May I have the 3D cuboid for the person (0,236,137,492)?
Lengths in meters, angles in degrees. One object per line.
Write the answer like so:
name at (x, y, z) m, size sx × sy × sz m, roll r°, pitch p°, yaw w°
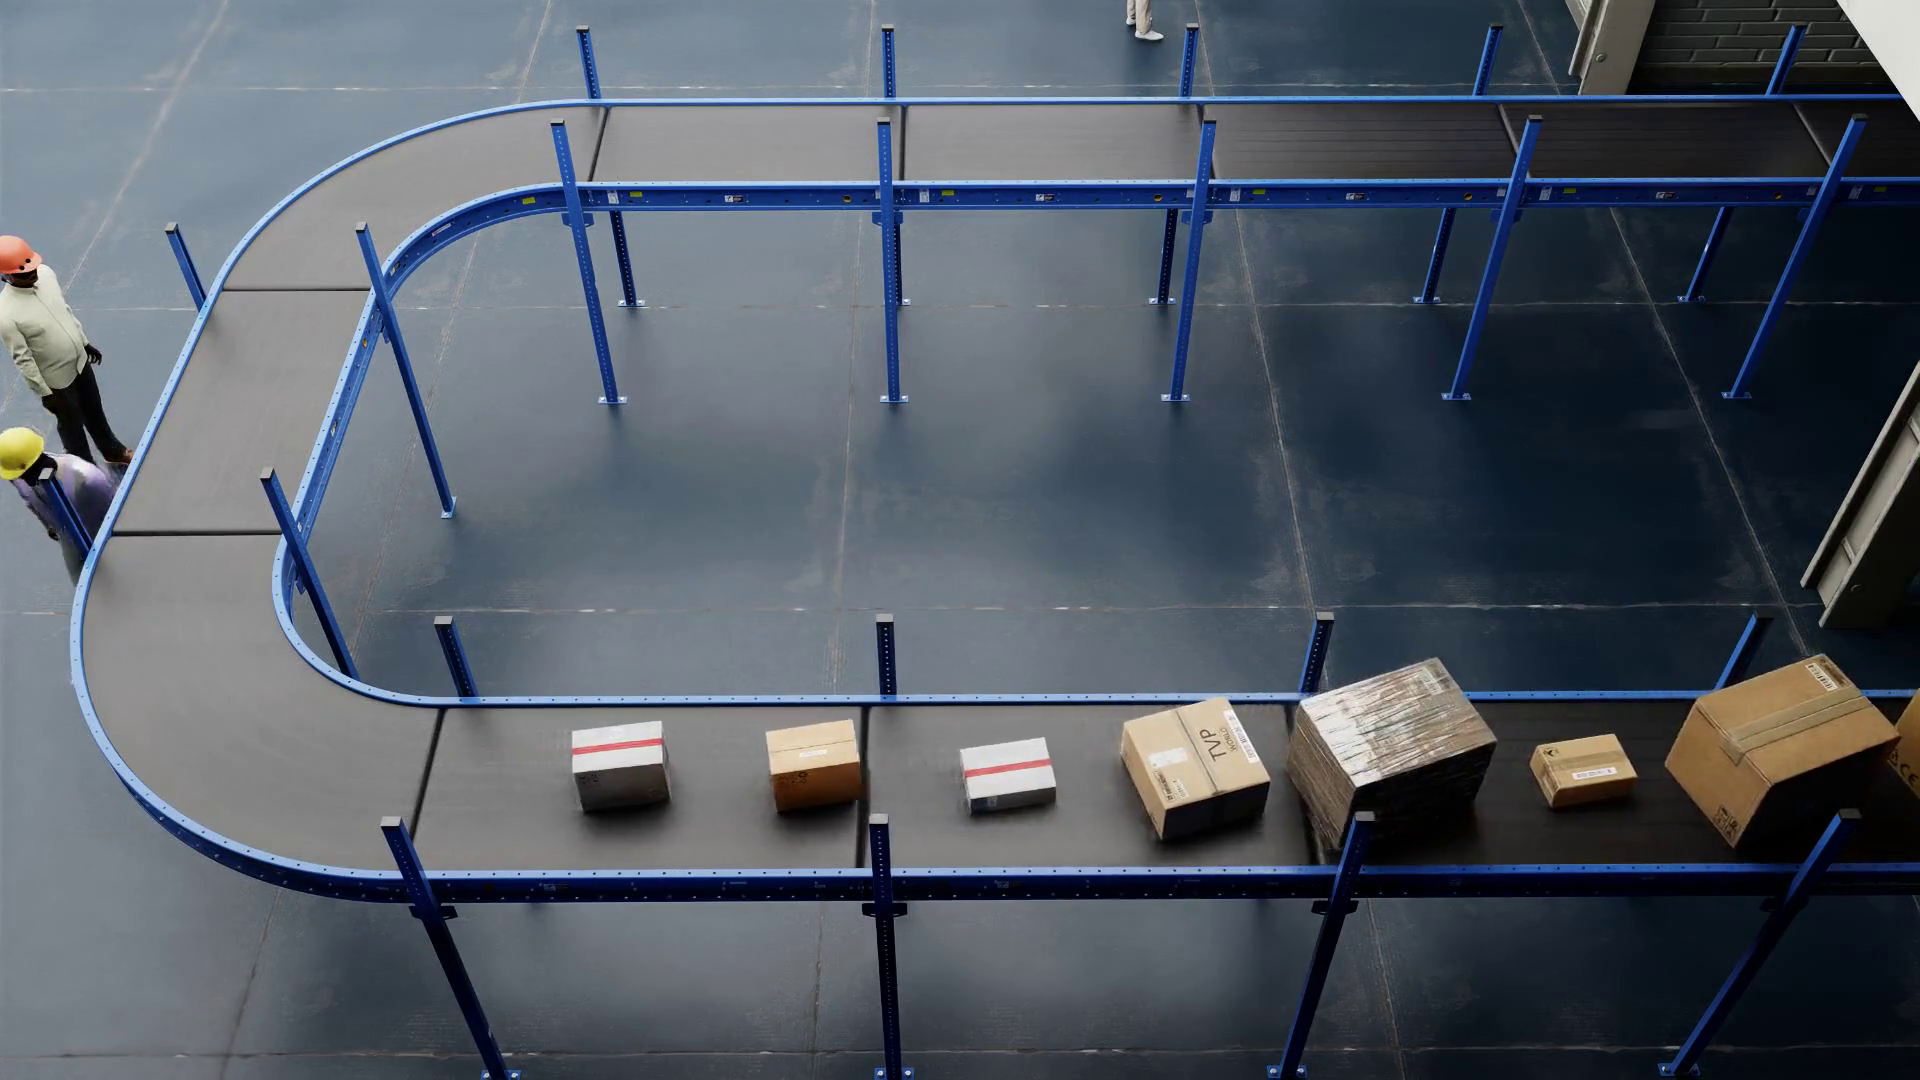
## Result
person at (-5.717, -1.111, 10.951) m, size 0.378 × 1.995 × 0.609 m, roll 5°, pitch 47°, yaw 4°

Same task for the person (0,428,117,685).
person at (-5.099, -0.044, 10.056) m, size 0.652 × 1.844 × 1.011 m, roll 3°, pitch 47°, yaw 3°

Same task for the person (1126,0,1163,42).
person at (1.648, -5.178, 14.987) m, size 0.310 × 1.642 × 0.514 m, roll -9°, pitch 48°, yaw -8°
